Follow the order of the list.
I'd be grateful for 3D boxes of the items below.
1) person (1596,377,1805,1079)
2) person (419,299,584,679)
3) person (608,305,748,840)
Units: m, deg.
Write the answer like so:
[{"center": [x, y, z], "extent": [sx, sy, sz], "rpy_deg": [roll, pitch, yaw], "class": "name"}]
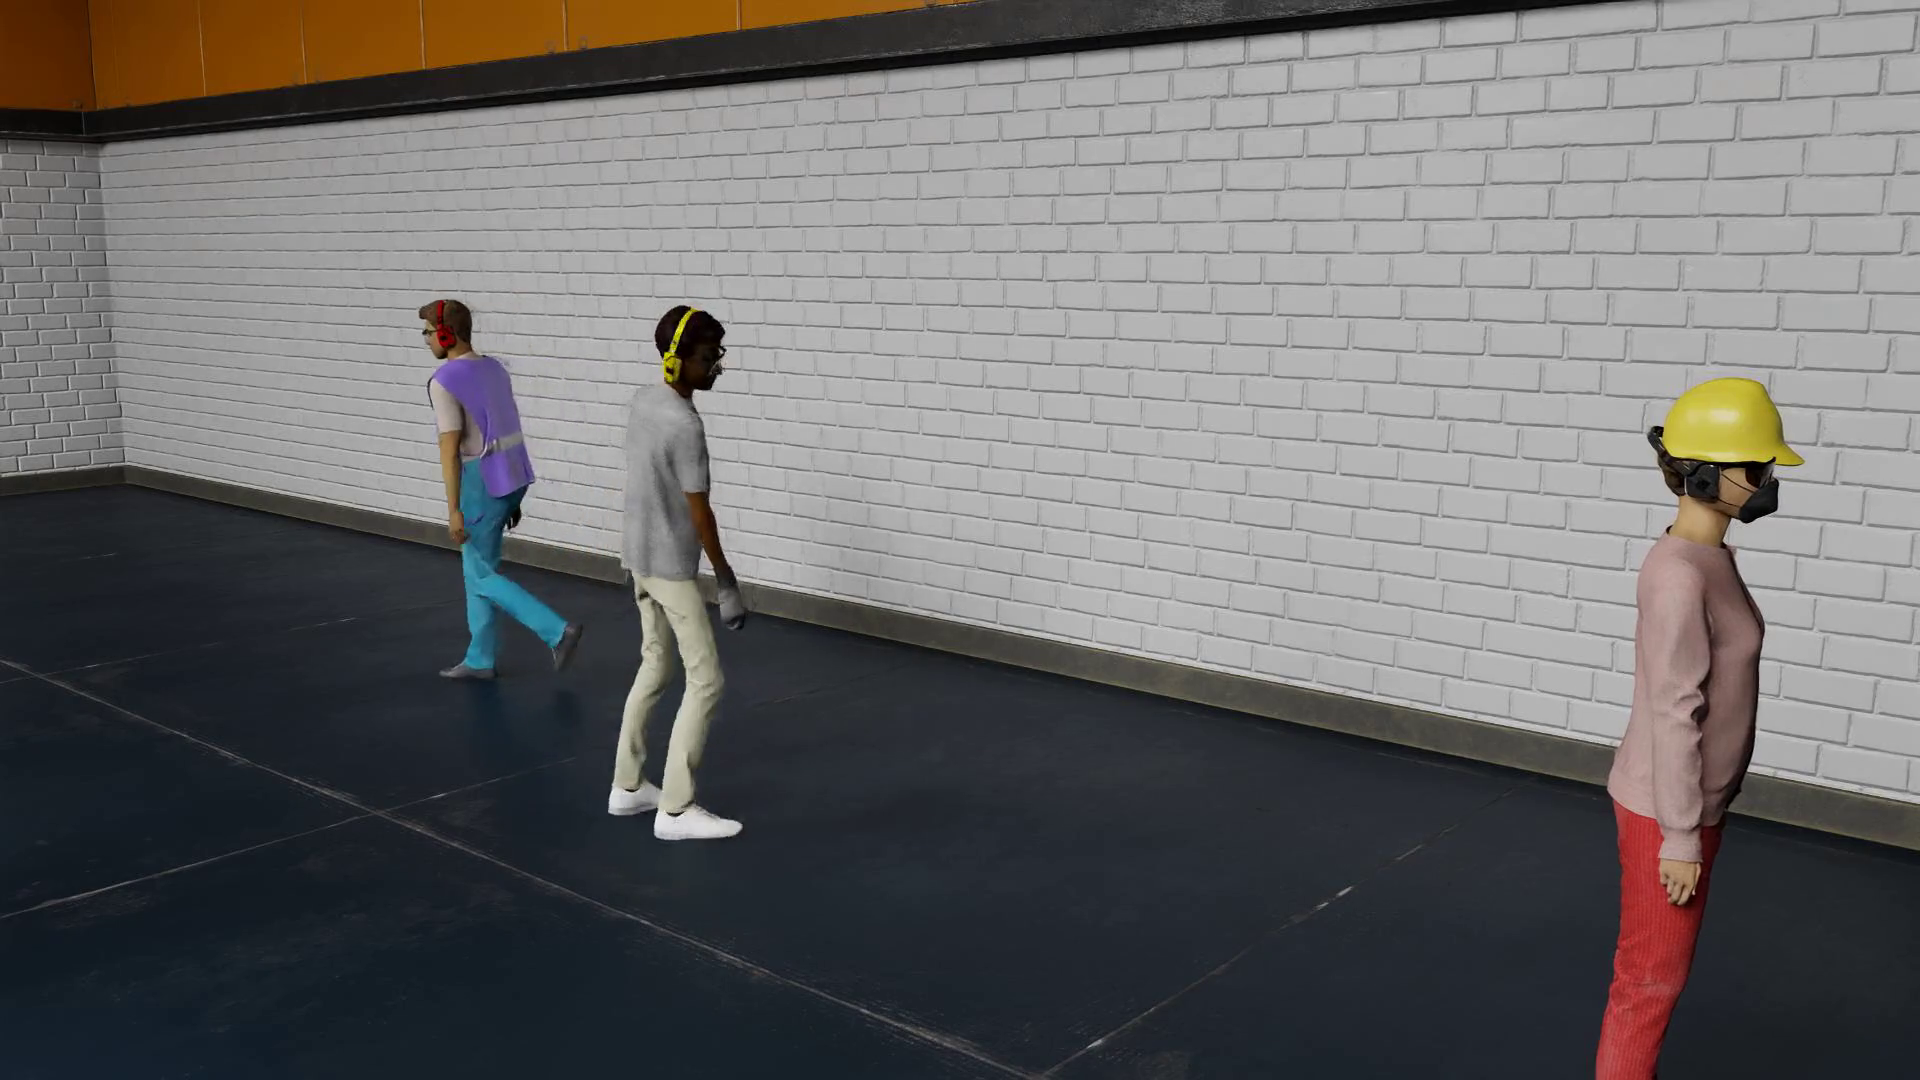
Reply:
[{"center": [1.510, 0.549, 3.440], "extent": [0.312, 1.768, 0.530], "rpy_deg": [5, 11, 27], "class": "person"}, {"center": [-2.107, -0.202, 7.638], "extent": [0.701, 1.806, 0.579], "rpy_deg": [2, 10, 12], "class": "person"}, {"center": [-1.006, 0.116, 5.711], "extent": [0.365, 1.834, 0.584], "rpy_deg": [-6, 12, -31], "class": "person"}]
